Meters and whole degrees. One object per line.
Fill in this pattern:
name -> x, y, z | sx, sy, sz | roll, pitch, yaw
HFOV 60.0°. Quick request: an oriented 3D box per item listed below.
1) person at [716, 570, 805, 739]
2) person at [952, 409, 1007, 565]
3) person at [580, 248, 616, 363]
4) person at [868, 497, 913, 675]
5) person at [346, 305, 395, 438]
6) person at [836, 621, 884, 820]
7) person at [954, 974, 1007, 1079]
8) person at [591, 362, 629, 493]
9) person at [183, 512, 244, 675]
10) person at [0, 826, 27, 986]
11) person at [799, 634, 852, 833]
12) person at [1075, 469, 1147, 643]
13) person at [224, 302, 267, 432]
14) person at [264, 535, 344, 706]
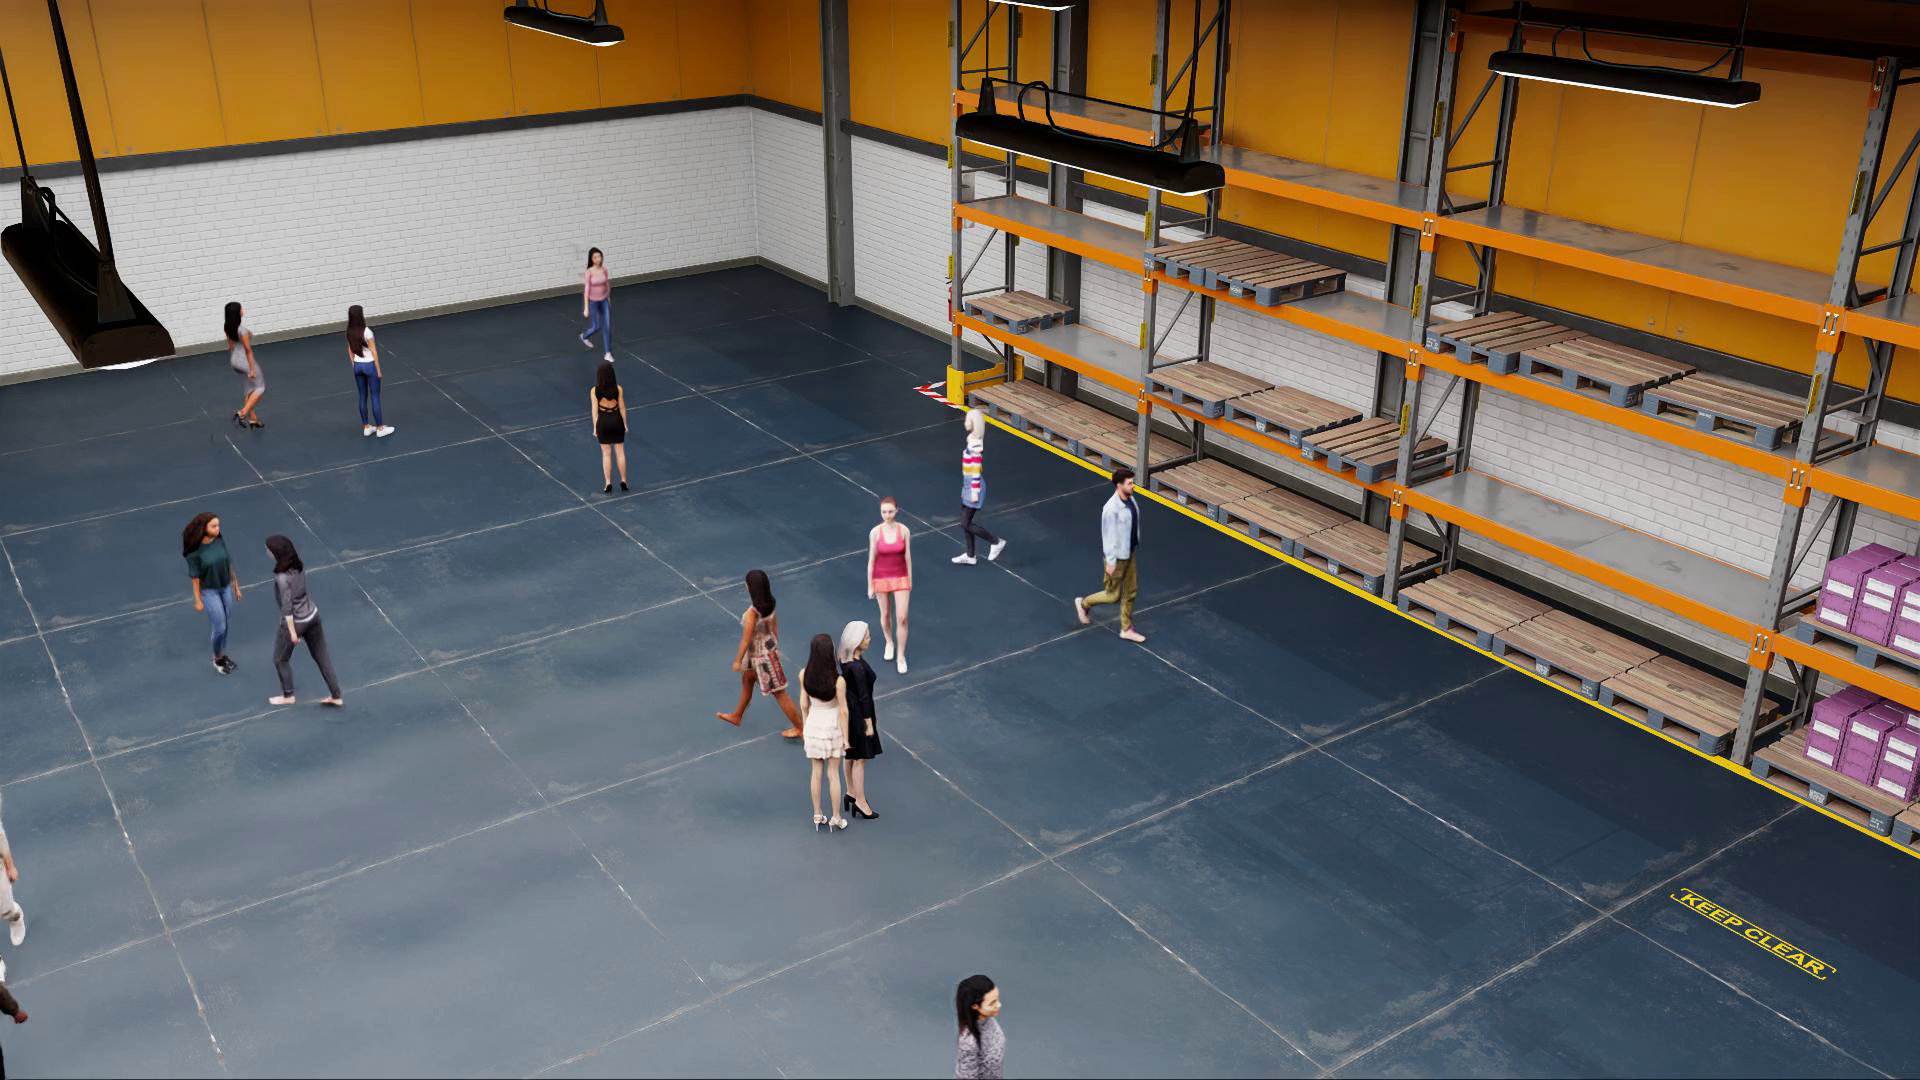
person -> -1.657, 1.054, 14.623 | 1.177, 1.598, 1.059 | 7, 24, 15
person -> 0.222, -0.552, 18.049 | 0.925, 1.796, 0.900 | -2, 24, -5
person -> -5.484, -3.562, 25.031 | 0.698, 1.719, 0.986 | -22, 32, -40
person -> -0.659, 0.362, 16.041 | 0.826, 1.730, 0.937 | 0, 24, -1
person -> -7.836, -2.232, 21.921 | 0.626, 1.774, 0.730 | 10, 26, 22
person -> -0.836, 1.452, 13.526 | 0.704, 1.748, 0.567 | -9, 25, -21
person -> 0.091, 3.205, 9.537 | 0.740, 1.731, 0.686 | 5, 24, 10
person -> -4.219, -1.356, 20.070 | 0.610, 1.650, 0.577 | -7, 24, -15
person -> -7.181, 0.484, 15.919 | 0.741, 1.605, 0.705 | 11, 26, 24
person -> -6.883, 2.283, 11.683 | 0.718, 1.700, 0.894 | -8, 25, -19
person -> -1.088, 1.553, 13.307 | 0.628, 1.737, 0.718 | 9, 25, 20
person -> 1.512, 0.150, 16.444 | 1.097, 1.796, 0.886 | 16, 28, 32
person -> -9.520, -2.254, 21.977 | 0.796, 1.770, 0.817 | 12, 26, 25
person -> -5.906, 0.770, 15.105 | 1.026, 1.732, 0.952 | 6, 24, 14
